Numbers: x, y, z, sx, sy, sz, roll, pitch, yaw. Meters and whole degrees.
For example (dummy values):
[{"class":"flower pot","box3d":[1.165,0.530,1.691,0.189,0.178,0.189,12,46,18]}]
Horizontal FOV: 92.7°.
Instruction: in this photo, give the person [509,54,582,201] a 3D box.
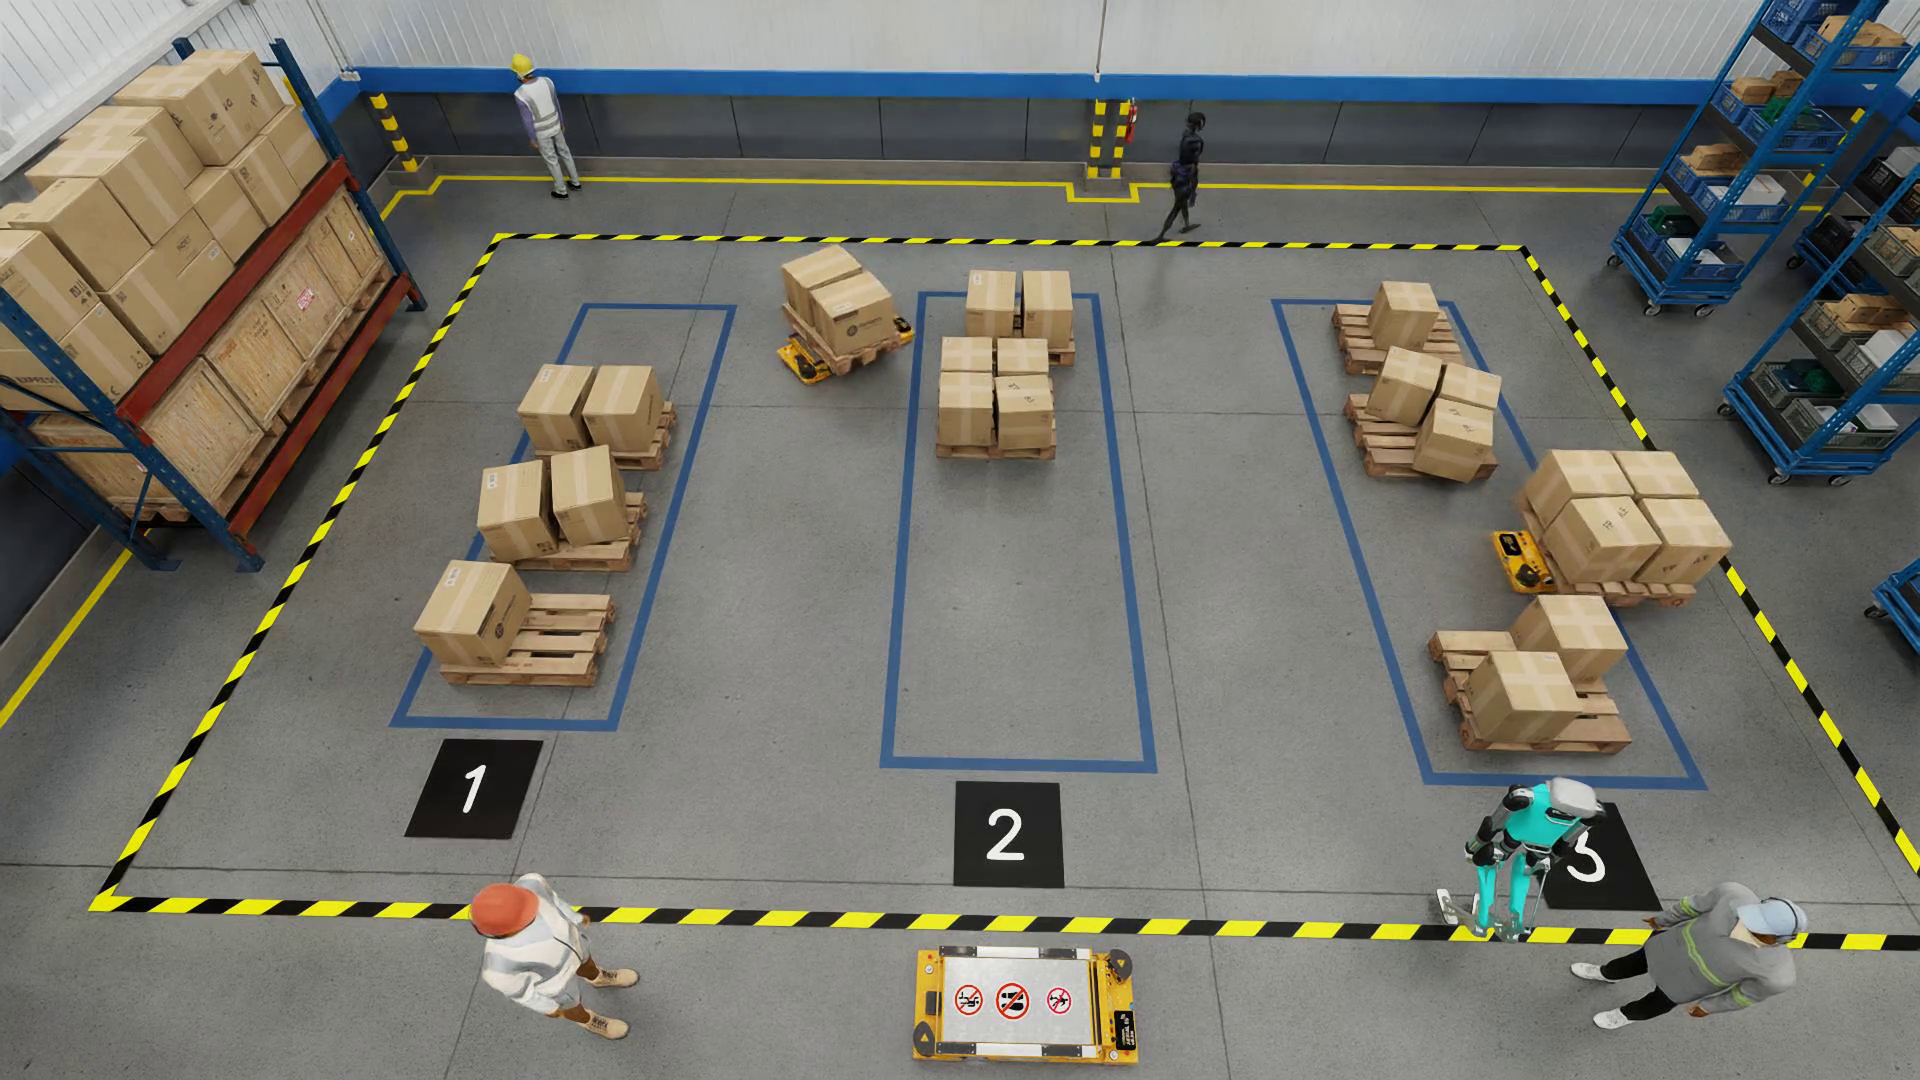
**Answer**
[{"class":"person","box3d":[-5.342,-5.299,11.793,0.404,1.837,0.591,23,54,18]}]

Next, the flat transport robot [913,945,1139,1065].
[{"class":"flat transport robot","box3d":[0.422,3.041,6.007,1.431,0.231,0.659,1,51,1]}]

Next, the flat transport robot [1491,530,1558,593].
[{"class":"flat transport robot","box3d":[5.695,0.171,8.328,1.431,0.197,0.652,1,51,1]}]

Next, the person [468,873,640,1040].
[{"class":"person","box3d":[-2.339,2.441,5.350,0.366,2.048,0.605,0,51,0]}]

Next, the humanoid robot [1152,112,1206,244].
[{"class":"humanoid robot","box3d":[2.800,-4.393,11.172,0.706,1.632,0.589,-8,51,-6]}]

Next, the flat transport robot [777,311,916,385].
[{"class":"flat transport robot","box3d":[-1.273,-2.257,10.308,1.431,0.197,0.652,-28,56,-21]}]

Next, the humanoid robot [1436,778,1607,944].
[{"class":"humanoid robot","box3d":[3.474,2.124,5.723,0.533,1.672,0.735,10,52,8]}]

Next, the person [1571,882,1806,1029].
[{"class":"person","box3d":[4.301,2.493,5.431,0.387,1.850,0.598,-1,51,-1]}]
